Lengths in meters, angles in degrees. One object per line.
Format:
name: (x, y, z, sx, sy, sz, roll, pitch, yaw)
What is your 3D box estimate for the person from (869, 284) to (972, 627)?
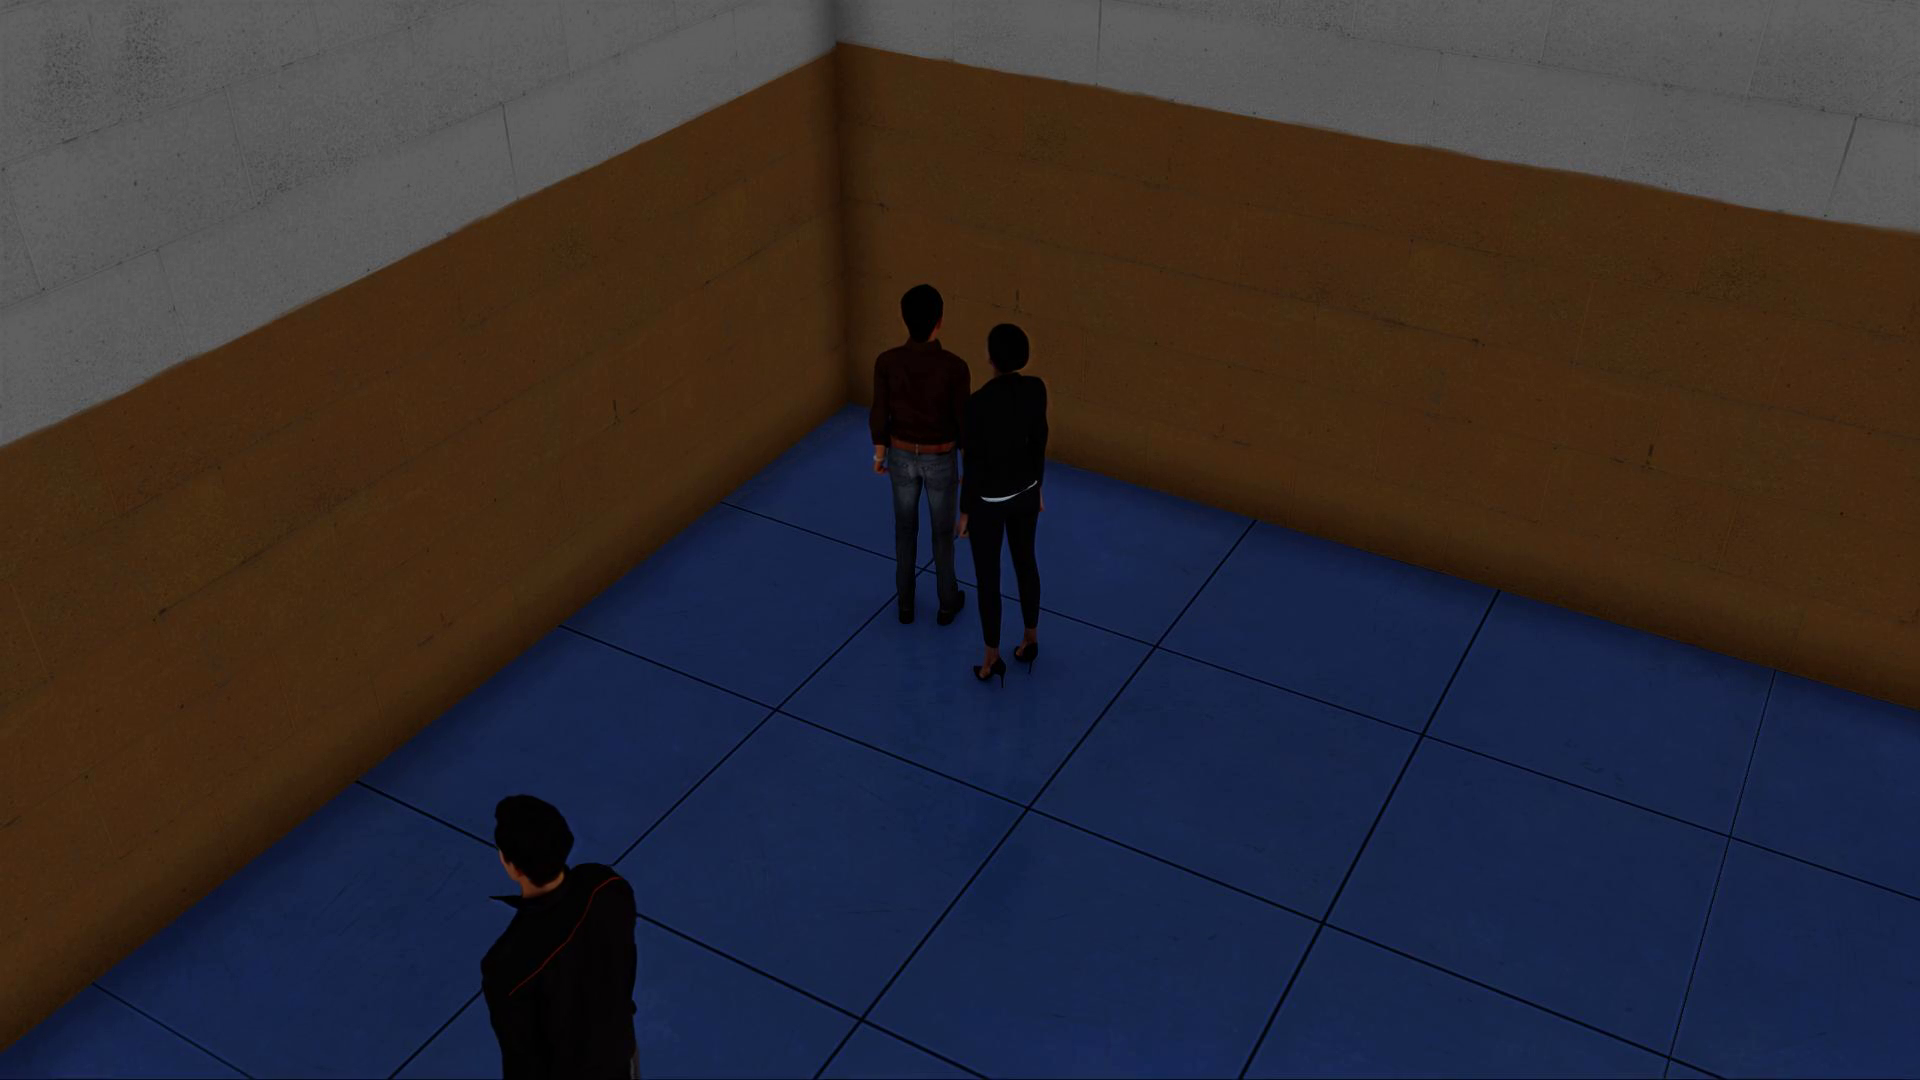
person: (-0.176, -0.378, 7.918, 0.714, 1.779, 0.648, 5, 34, 8)

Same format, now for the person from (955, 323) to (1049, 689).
person: (0.195, -0.142, 7.513, 0.631, 1.834, 0.752, -19, 38, -26)

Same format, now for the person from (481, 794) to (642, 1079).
person: (-1.131, 1.519, 4.915, 0.770, 1.945, 0.530, 16, 37, 22)
